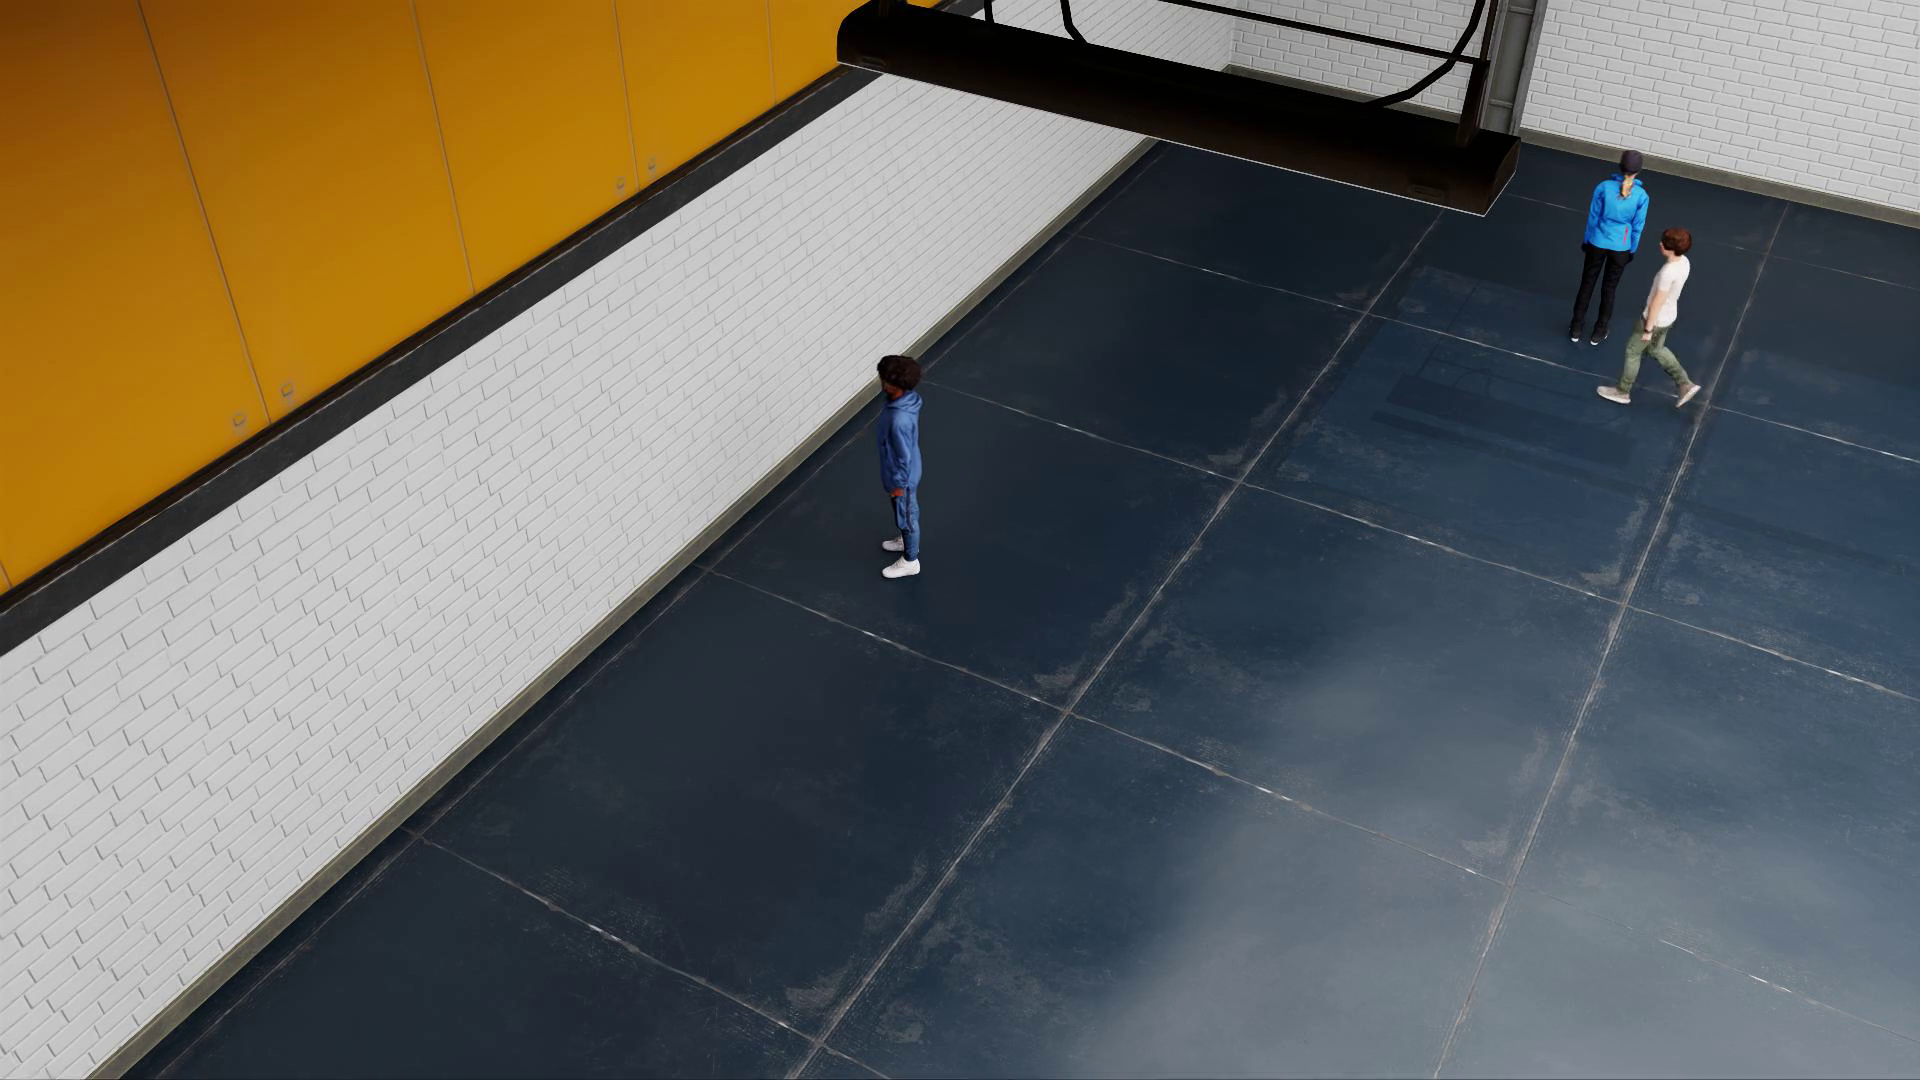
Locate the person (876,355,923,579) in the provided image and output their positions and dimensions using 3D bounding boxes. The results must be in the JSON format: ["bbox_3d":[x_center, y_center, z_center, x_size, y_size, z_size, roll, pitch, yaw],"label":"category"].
[{"bbox_3d":[-0.420,-0.538,11.872,0.757,1.810,0.763,-1,39,-1],"label":"person"}]

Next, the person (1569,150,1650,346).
[{"bbox_3d":[5.602,-2.524,14.359,0.453,1.808,0.676,18,42,22],"label":"person"}]

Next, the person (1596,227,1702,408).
[{"bbox_3d":[5.758,-1.768,13.549,1.035,1.637,0.677,27,46,30],"label":"person"}]
